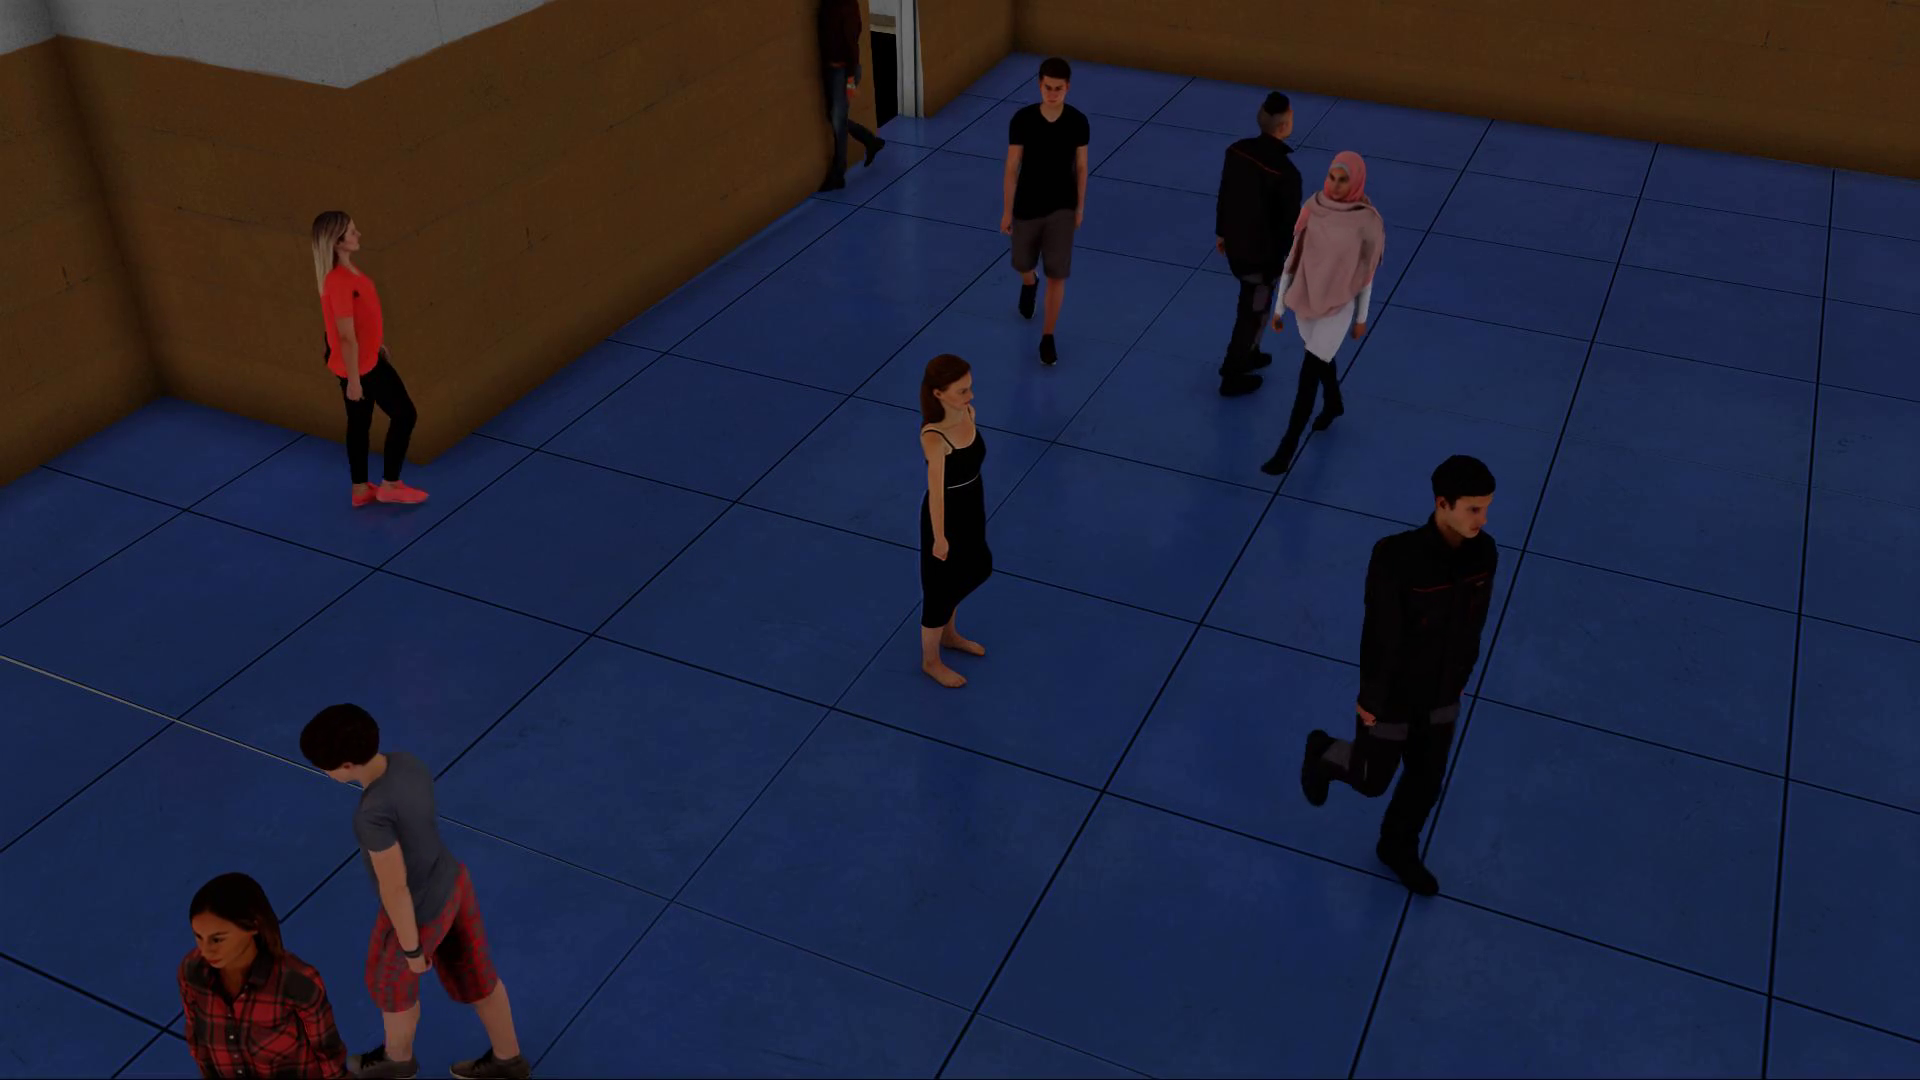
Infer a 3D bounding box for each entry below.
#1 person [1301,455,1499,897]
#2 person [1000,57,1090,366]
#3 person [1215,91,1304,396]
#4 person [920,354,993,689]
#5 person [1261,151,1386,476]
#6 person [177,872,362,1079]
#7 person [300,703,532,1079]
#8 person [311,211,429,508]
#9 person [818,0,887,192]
[{"bbox_3d":[1.664,0.483,6.335,1.037,1.919,1.112,-14,36,-19],"label":"person"},{"bbox_3d":[0.518,-2.077,10.257,1.206,1.837,1.053,2,34,2],"label":"person"},{"bbox_3d":[1.656,-1.696,9.656,1.006,1.846,0.923,-17,37,-23],"label":"person"},{"bbox_3d":[-0.045,-0.105,7.484,0.554,1.625,0.567,14,36,20],"label":"person"},{"bbox_3d":[2.025,-1.271,9.129,1.228,1.746,0.907,24,40,31],"label":"person"},{"bbox_3d":[-1.957,1.612,4.833,0.584,1.704,0.730,5,34,7],"label":"person"},{"bbox_3d":[-1.683,1.219,5.492,0.994,1.615,0.789,2,34,3],"label":"person"},{"bbox_3d":[-3.214,-0.881,8.602,0.793,1.679,0.728,-16,37,-23],"label":"person"},{"bbox_3d":[-0.835,-3.508,12.472,0.988,1.767,0.968,-19,38,-26],"label":"person"}]
